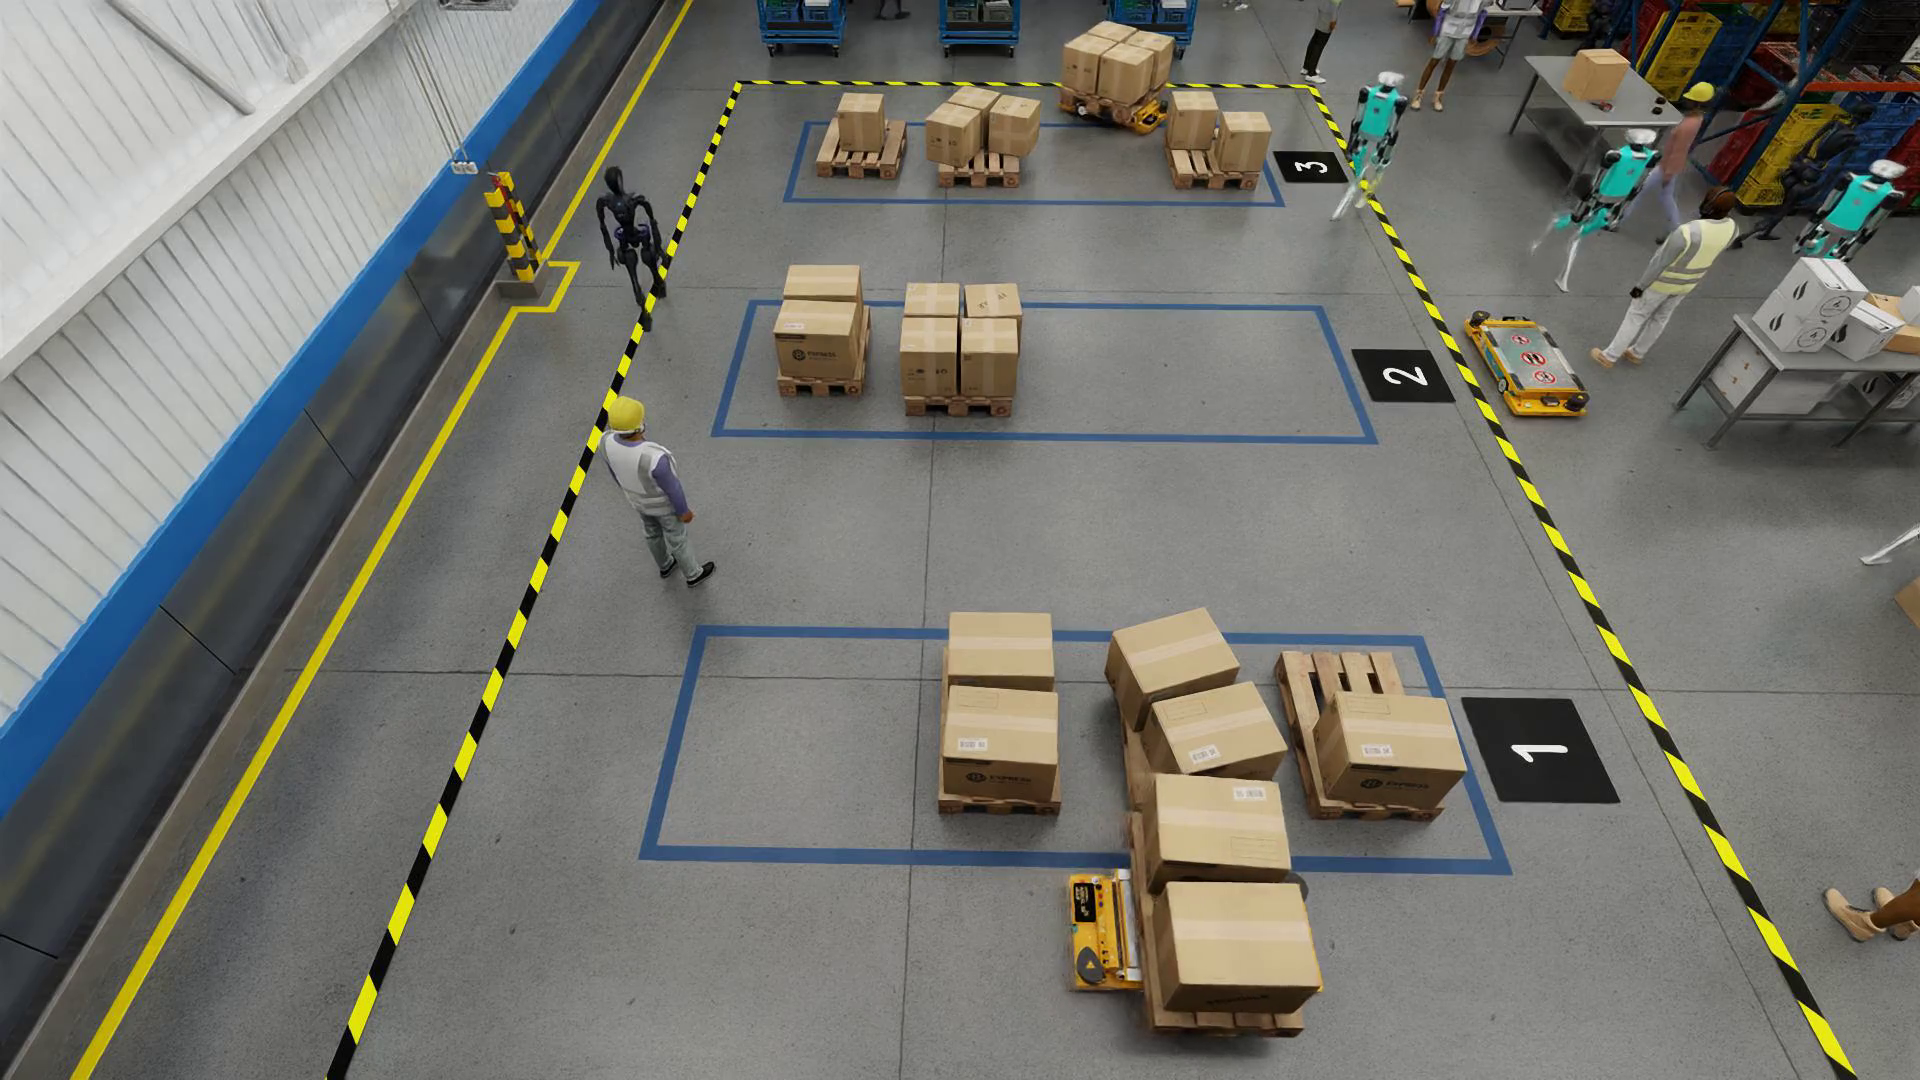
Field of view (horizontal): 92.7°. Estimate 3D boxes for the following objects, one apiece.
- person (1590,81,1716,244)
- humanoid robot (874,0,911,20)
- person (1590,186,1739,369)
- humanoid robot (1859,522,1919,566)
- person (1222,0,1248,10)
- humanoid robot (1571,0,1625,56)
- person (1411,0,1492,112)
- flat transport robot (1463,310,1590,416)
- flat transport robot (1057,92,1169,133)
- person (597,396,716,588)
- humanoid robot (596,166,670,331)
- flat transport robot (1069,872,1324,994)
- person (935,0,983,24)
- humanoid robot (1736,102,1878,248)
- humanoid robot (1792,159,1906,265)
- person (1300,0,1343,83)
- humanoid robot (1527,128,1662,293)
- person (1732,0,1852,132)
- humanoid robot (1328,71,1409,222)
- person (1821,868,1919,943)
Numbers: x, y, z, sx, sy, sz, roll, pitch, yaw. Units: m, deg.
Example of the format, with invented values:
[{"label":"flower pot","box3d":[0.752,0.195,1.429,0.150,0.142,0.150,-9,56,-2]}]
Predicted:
[{"label":"person","box3d":[7.929,-4.141,10.151,0.881,1.723,0.529,33,57,25]},{"label":"humanoid robot","box3d":[-1.106,-9.160,14.550,0.656,1.632,0.589,-2,49,-2]},{"label":"person","box3d":[6.630,-2.421,8.595,0.624,1.837,0.430,-8,50,-7]},{"label":"humanoid robot","box3d":[7.856,-0.390,6.916,0.927,1.782,0.546,-7,49,-6]},{"label":"person","box3d":[4.619,-9.597,14.863,0.294,1.744,0.485,-37,58,-27]},{"label":"humanoid robot","box3d":[9.310,-7.608,13.220,0.796,1.619,0.598,-7,50,-6]},{"label":"person","box3d":[6.632,-6.779,12.229,0.609,2.042,0.393,8,50,7]},{"label":"flat transport robot","box3d":[5.573,-1.757,9.054,0.659,0.231,1.431,1,49,1]},{"label":"flat transport robot","box3d":[2.136,-6.070,12.769,1.431,0.197,0.652,27,54,22]},{"label":"person","box3d":[-2.241,-0.330,6.782,0.598,1.834,0.404,20,52,17]},{"label":"humanoid robot","box3d":[-3.254,-2.973,9.211,0.588,1.654,0.737,-7,49,-6]},{"label":"flat transport robot","box3d":[1.397,2.334,5.495,1.431,0.197,0.652,1,49,1]},{"label":"person","box3d":[0.020,-8.959,14.272,0.920,1.797,0.586,-23,53,-18]},{"label":"humanoid robot","box3d":[9.235,-4.003,10.084,0.688,1.633,0.610,-2,49,-2]},{"label":"humanoid robot","box3d":[8.825,-3.028,9.208,1.001,1.768,0.530,-27,54,-21]},{"label":"person","box3d":[5.261,-7.492,12.971,0.387,1.850,0.597,1,49,1]},{"label":"humanoid robot","box3d":[6.599,-3.587,9.683,0.543,1.795,0.907,1,49,1]},{"label":"person","box3d":[10.914,-6.106,11.795,0.990,1.819,0.516,1,49,1]},{"label":"humanoid robot","box3d":[4.725,-4.485,10.458,0.548,1.748,1.046,35,57,26]},{"label":"person","box3d":[5.588,1.681,4.904,0.606,2.048,0.365,0,49,0]}]
